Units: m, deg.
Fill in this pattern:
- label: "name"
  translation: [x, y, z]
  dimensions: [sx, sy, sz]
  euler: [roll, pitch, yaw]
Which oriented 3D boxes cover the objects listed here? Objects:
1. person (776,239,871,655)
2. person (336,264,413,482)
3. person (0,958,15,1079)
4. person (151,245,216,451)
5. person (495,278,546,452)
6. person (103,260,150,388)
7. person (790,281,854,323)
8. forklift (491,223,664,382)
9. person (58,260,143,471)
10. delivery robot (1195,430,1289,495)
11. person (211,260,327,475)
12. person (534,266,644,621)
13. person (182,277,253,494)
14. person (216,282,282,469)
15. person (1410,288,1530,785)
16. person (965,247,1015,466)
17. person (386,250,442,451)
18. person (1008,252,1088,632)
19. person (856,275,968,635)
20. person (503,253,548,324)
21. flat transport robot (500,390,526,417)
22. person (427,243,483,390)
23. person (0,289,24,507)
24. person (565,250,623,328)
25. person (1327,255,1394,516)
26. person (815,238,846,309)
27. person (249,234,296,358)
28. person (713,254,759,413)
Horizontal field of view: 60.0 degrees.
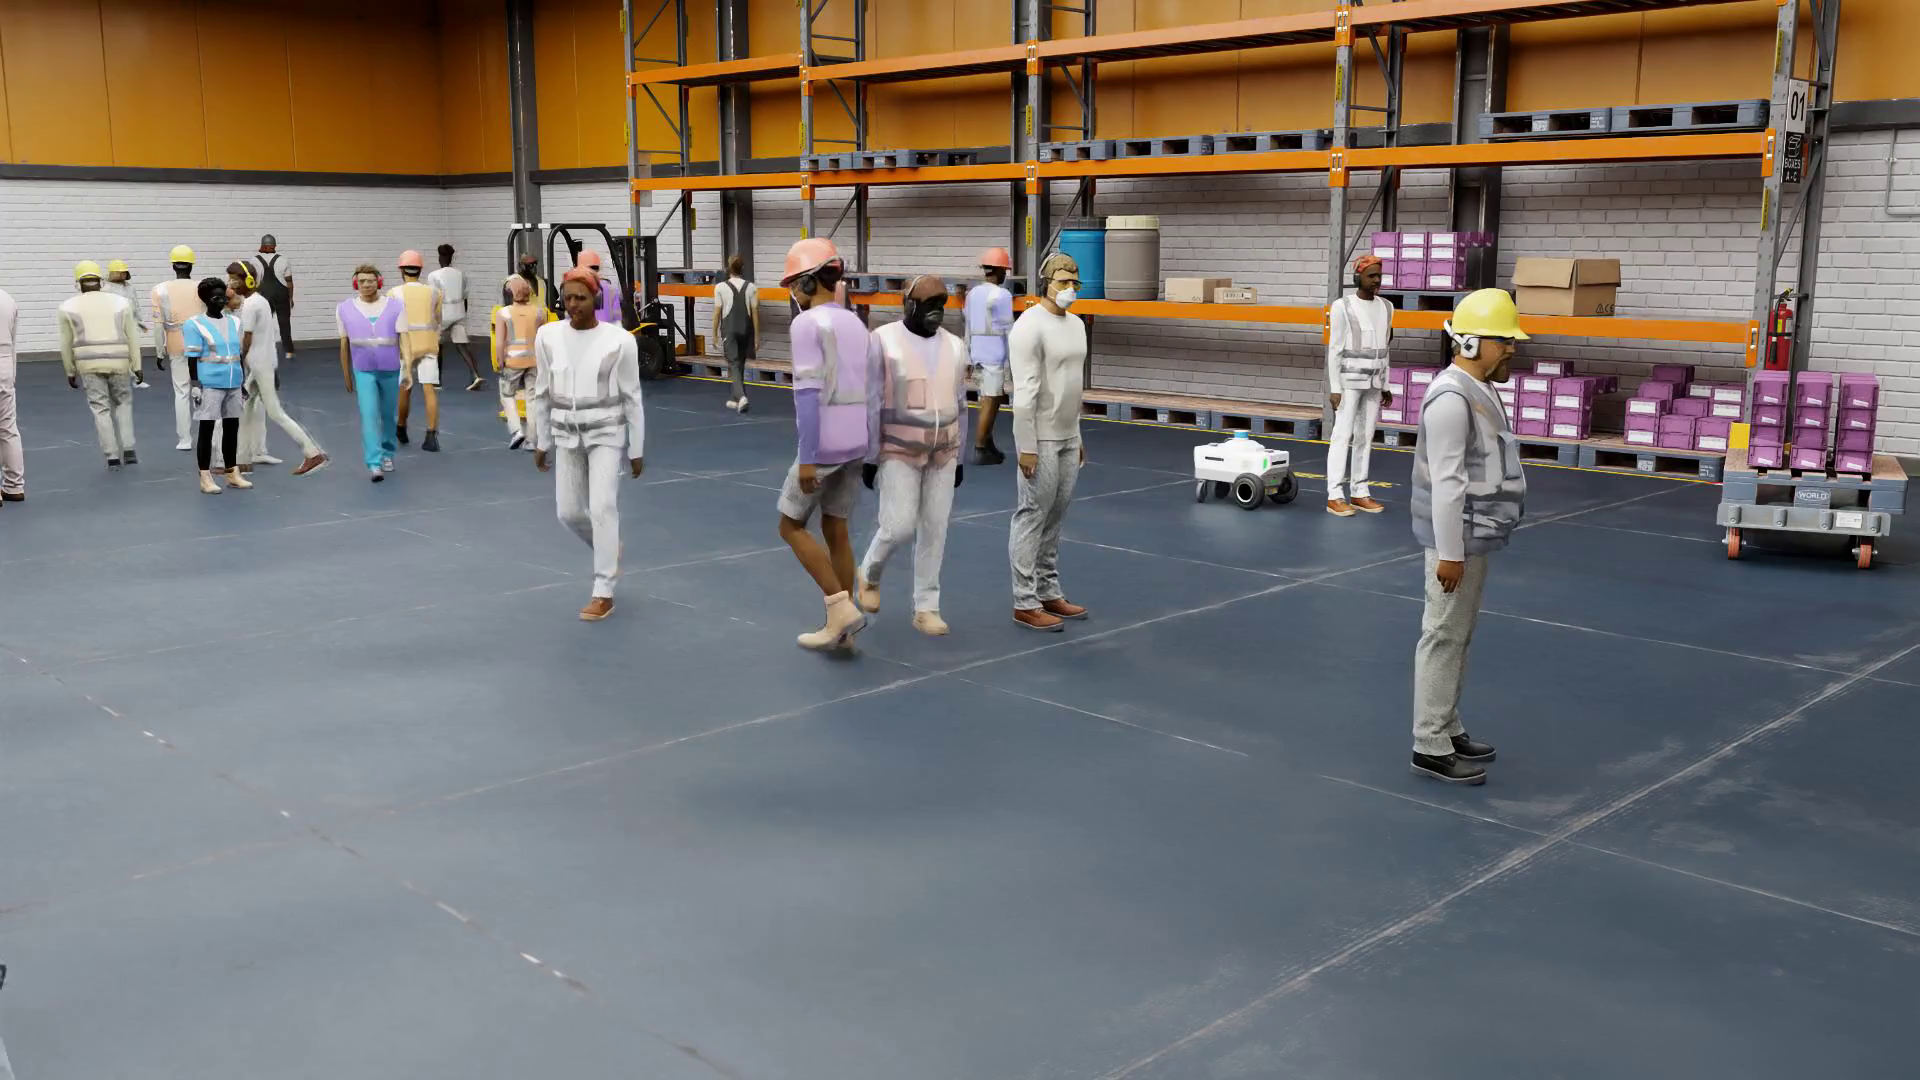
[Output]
- label: "person"
  translation: [-0.672, -0.438, 8.046]
  dimensions: [0.510, 2.002, 0.659]
  euler: [6, 12, 29]
- label: "person"
  translation: [-4.892, -1.408, 13.923]
  dimensions: [0.569, 1.792, 1.009]
  euler: [-4, 11, -23]
- label: "person"
  translation: [-1.773, 0.735, 2.676]
  dimensions: [0.354, 1.620, 0.519]
  euler: [4, 11, 21]
- label: "person"
  translation: [-7.267, -1.802, 15.679]
  dimensions: [0.592, 1.925, 0.385]
  euler: [-5, 12, -27]
- label: "person"
  translation: [-4.093, -1.629, 15.548]
  dimensions: [0.522, 1.627, 0.365]
  euler: [-7, 12, -32]
- label: "person"
  translation: [-11.230, -2.894, 22.249]
  dimensions: [0.884, 1.702, 0.490]
  euler: [3, 11, 17]
- label: "person"
  translation: [-1.323, -1.884, 16.283]
  dimensions: [0.704, 1.875, 0.420]
  euler: [2, 11, 11]
- label: "forklift"
  translation: [-5.316, -3.263, 22.920]
  dimensions: [2.313, 2.155, 1.214]
  euler: [-10, 14, -44]
- label: "person"
  translation: [-7.434, -1.504, 14.389]
  dimensions: [0.604, 1.801, 0.597]
  euler: [-7, 12, -32]
- label: "delivery robot"
  translation: [2.118, -0.587, 12.545]
  dimensions: [0.477, 0.478, 0.707]
  euler: [-10, 14, -42]
- label: "person"
  translation: [-5.846, -1.435, 13.975]
  dimensions: [0.914, 1.825, 0.510]
  euler: [-4, 11, -20]
- label: "person"
  translation: [-1.957, -0.536, 8.940]
  dimensions: [0.613, 1.868, 0.655]
  euler: [2, 11, 12]
- label: "person"
  translation: [-5.845, -1.217, 13.121]
  dimensions: [0.317, 1.695, 0.540]
  euler: [5, 12, 27]
- label: "person"
  translation: [-6.179, -1.407, 14.360]
  dimensions: [0.639, 1.611, 0.527]
  euler: [-1, 10, -7]
- label: "person"
  translation: [1.896, -0.019, 6.225]
  dimensions: [0.403, 1.827, 0.601]
  euler: [5, 12, 25]
- label: "person"
  translation: [0.321, -1.610, 14.686]
  dimensions: [0.590, 1.914, 0.551]
  euler: [-7, 12, -32]
- label: "person"
  translation: [-5.191, -1.810, 15.850]
  dimensions: [0.543, 1.870, 1.036]
  euler: [-6, 12, -29]
- label: "person"
  translation: [0.470, -0.511, 8.615]
  dimensions: [0.376, 1.937, 0.629]
  euler: [6, 12, 30]
- label: "person"
  translation: [-0.241, -0.435, 8.511]
  dimensions: [0.636, 1.827, 0.536]
  euler: [-6, 12, -30]
- label: "person"
  translation: [-5.199, -2.520, 19.897]
  dimensions: [0.613, 1.824, 0.631]
  euler: [6, 12, 31]
- label: "flat transport robot"
  translation: [-4.772, -1.550, 18.823]
  dimensions: [0.652, 0.197, 1.431]
  euler: [-1, 10, -7]
- label: "person"
  translation: [-6.634, -2.905, 21.723]
  dimensions: [0.918, 1.926, 0.600]
  euler: [10, 14, 43]
- label: "person"
  translation: [-7.311, -1.195, 12.429]
  dimensions: [0.409, 1.908, 0.643]
  euler: [1, 10, 5]
- label: "person"
  translation: [-3.663, -1.943, 16.621]
  dimensions: [0.546, 1.884, 1.009]
  euler: [-7, 13, -35]
- label: "person"
  translation: [2.910, -1.119, 12.077]
  dimensions: [0.576, 1.881, 0.354]
  euler: [-6, 12, -30]
- label: "person"
  translation: [-1.265, -1.812, 15.549]
  dimensions: [0.377, 1.995, 0.608]
  euler: [-5, 12, -27]
- label: "person"
  translation: [-11.322, -4.008, 27.399]
  dimensions: [0.674, 2.000, 0.535]
  euler: [-3, 11, -16]
- label: "person"
  translation: [-2.569, -2.378, 19.158]
  dimensions: [0.523, 1.810, 0.924]
  euler: [-5, 11, -24]
